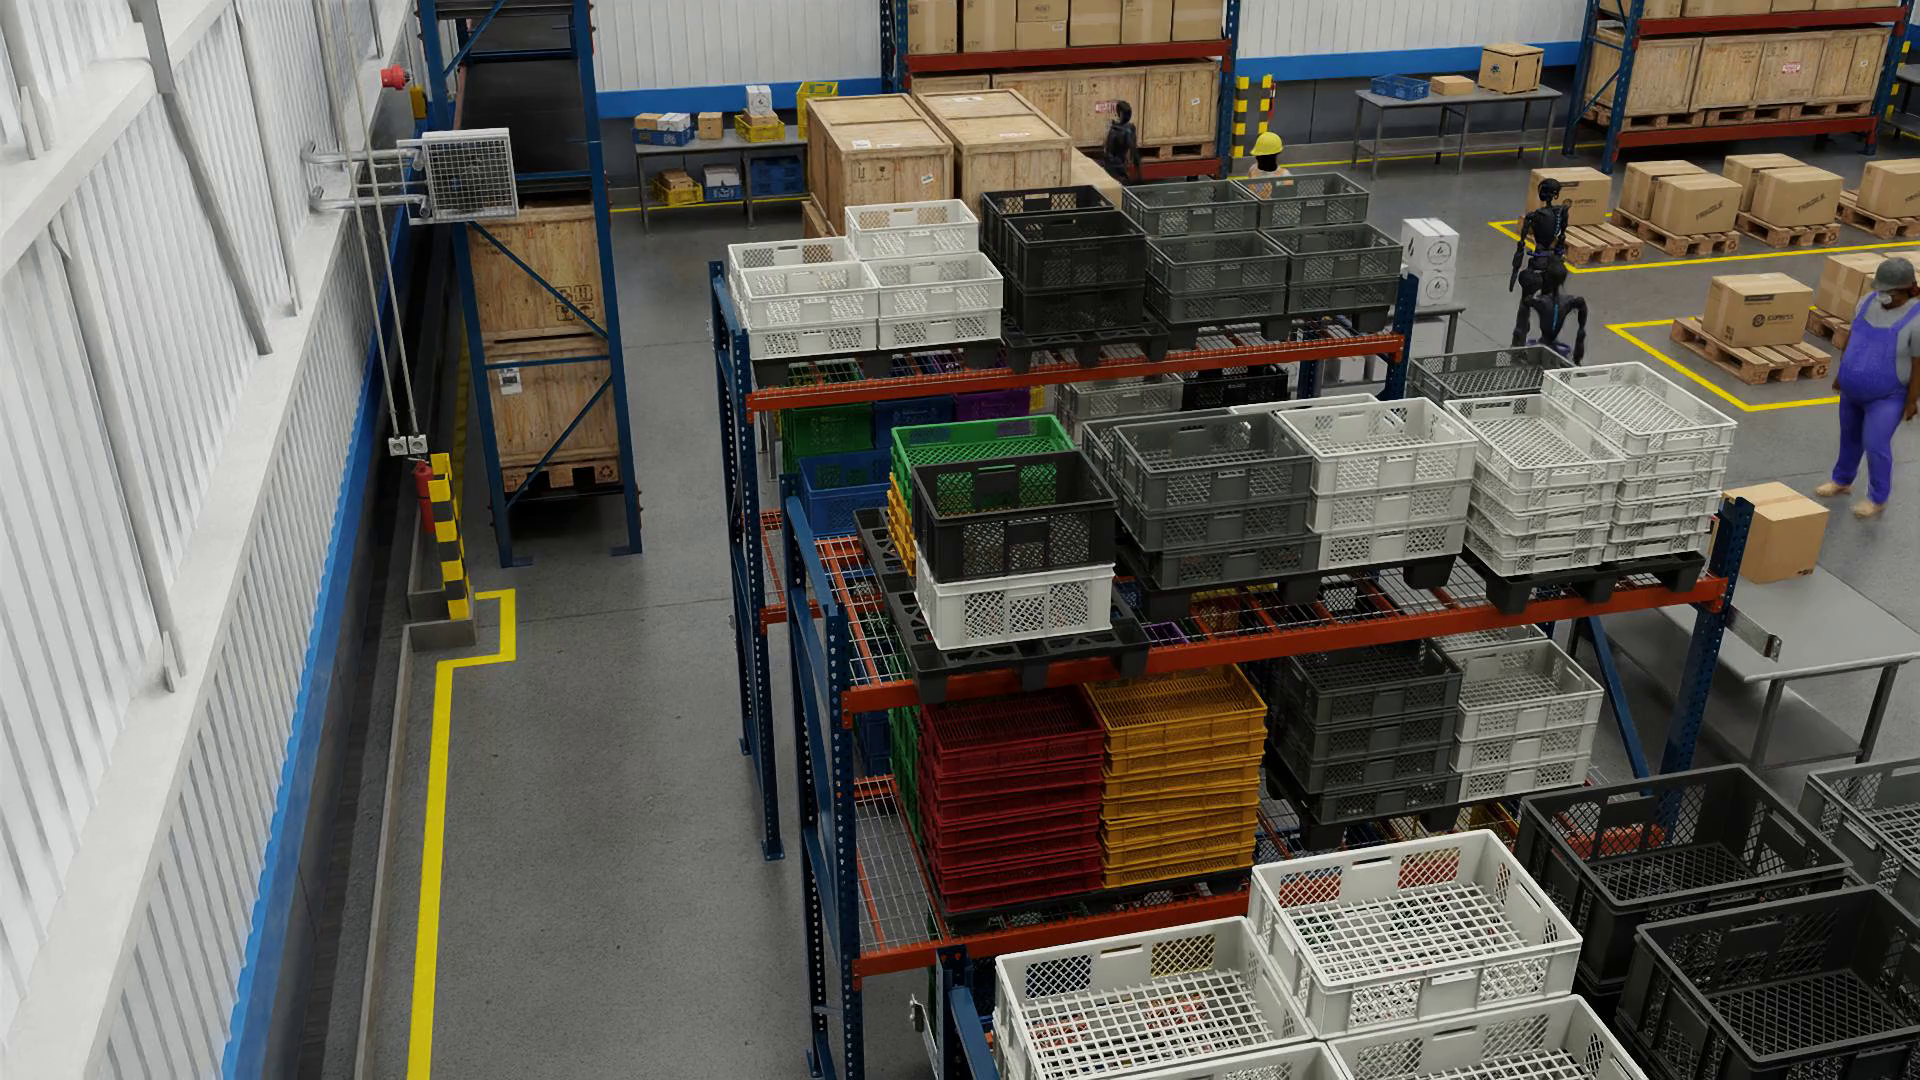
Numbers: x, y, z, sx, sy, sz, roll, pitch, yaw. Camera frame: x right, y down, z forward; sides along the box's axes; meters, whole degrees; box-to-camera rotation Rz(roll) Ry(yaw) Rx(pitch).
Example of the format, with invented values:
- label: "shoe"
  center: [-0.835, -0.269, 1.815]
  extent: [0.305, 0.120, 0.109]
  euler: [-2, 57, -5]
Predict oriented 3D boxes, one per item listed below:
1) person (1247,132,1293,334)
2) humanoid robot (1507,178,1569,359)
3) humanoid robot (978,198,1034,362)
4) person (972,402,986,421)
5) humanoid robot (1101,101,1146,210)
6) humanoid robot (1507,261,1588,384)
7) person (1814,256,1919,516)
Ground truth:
- label: "person"
  center: [2.889, -2.921, 15.817]
  extent: [0.379, 1.921, 0.585]
  euler: [-18, 32, -30]
- label: "humanoid robot"
  center: [5.326, -2.502, 15.280]
  extent: [0.575, 1.651, 0.336]
  euler: [-12, 30, -22]
- label: "humanoid robot"
  center: [0.305, -2.296, 14.933]
  extent: [0.698, 1.627, 0.621]
  euler: [-10, 29, -19]
- label: "person"
  center: [0.164, -0.073, 10.455]
  extent: [0.337, 1.880, 0.583]
  euler: [-24, 36, -37]
- label: "humanoid robot"
  center: [1.763, -3.925, 17.989]
  extent: [0.516, 1.642, 0.621]
  euler: [18, 33, 30]
- label: "humanoid robot"
  center: [4.661, -1.393, 13.186]
  extent: [0.606, 1.652, 0.429]
  euler: [5, 28, 10]
- label: "person"
  center: [6.791, -1.175, 12.377]
  extent: [0.540, 2.000, 0.704]
  euler: [-8, 29, -15]
